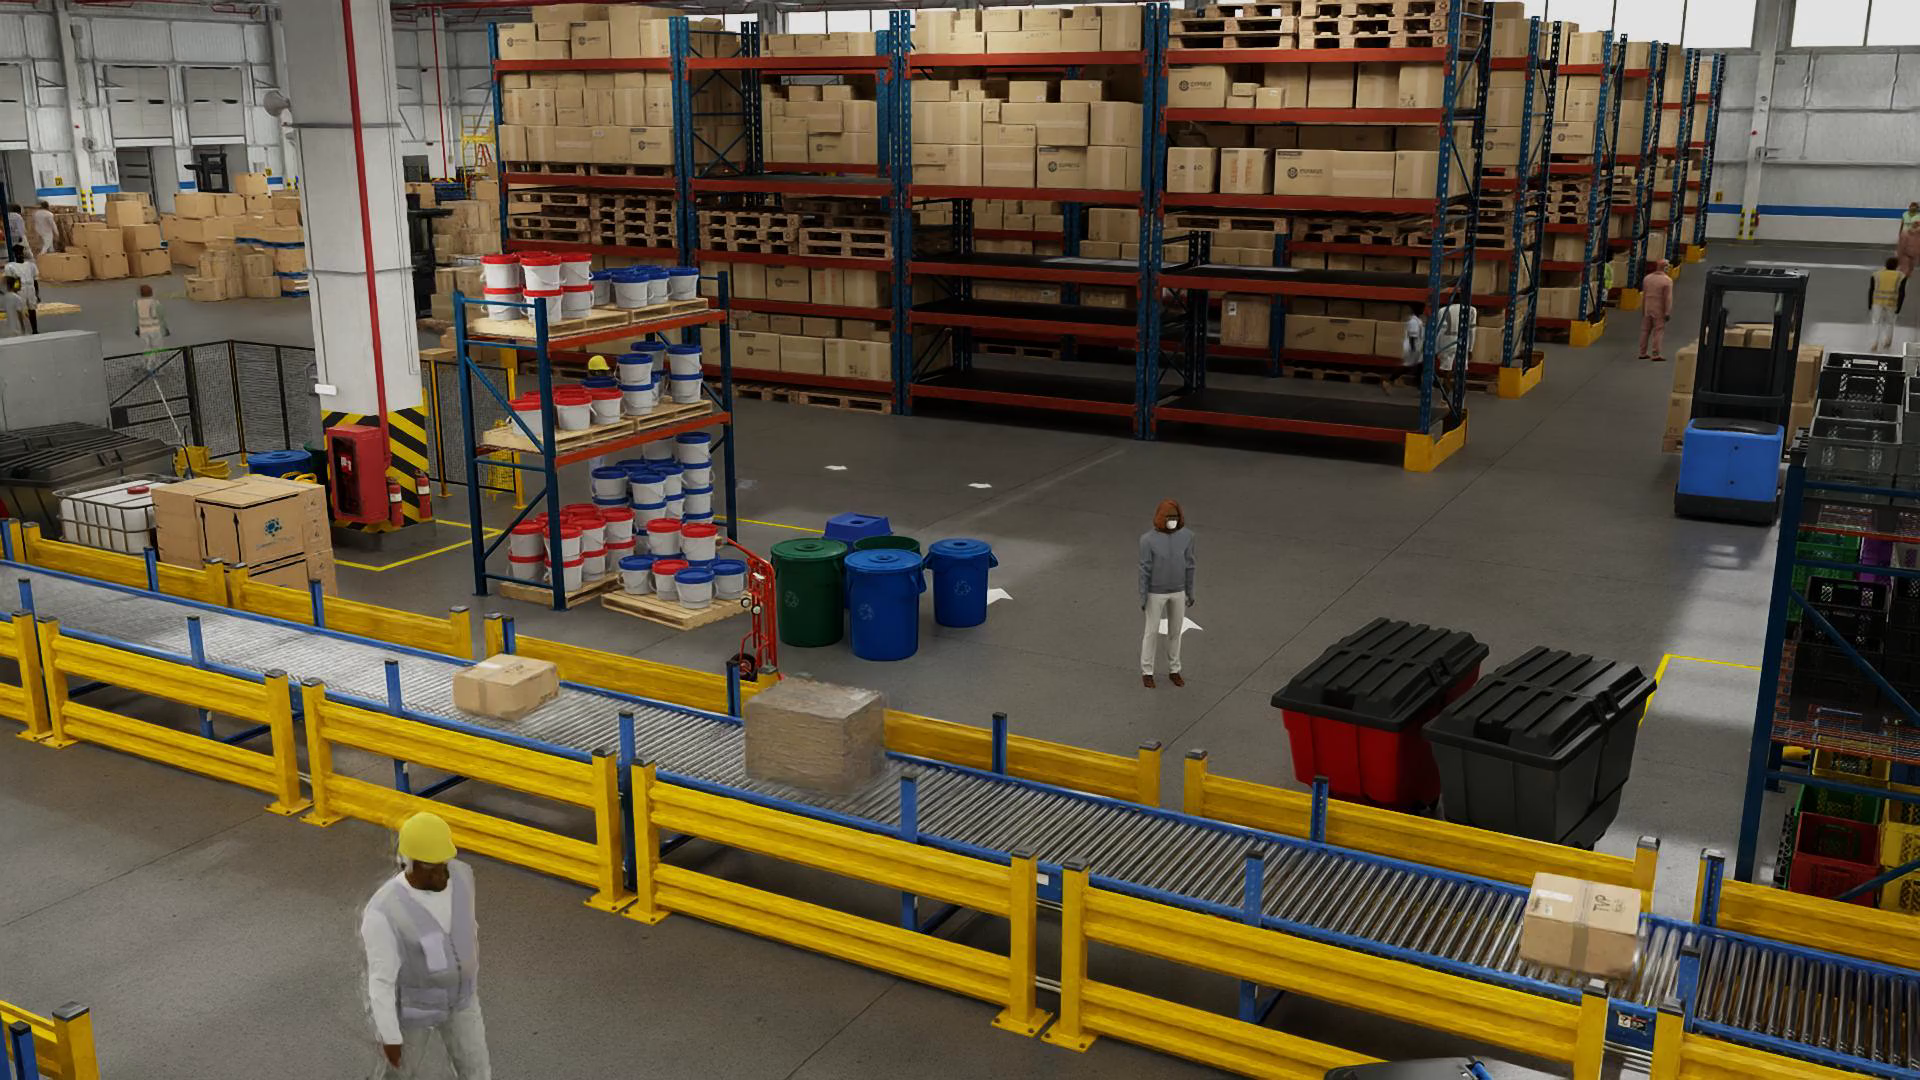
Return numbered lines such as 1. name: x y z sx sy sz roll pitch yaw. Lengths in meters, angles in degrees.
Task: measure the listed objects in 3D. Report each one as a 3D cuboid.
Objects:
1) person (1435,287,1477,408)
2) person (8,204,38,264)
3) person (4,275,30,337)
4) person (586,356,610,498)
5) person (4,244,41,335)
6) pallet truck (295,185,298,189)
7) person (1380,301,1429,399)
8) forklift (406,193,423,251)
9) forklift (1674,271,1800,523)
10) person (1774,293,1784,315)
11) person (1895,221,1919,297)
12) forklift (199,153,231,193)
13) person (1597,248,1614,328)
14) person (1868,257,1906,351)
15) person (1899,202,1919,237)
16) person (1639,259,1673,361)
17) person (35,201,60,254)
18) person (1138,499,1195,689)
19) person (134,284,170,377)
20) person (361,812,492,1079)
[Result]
1. person: 7.730 -3.009 26.020 0.605 2.041 0.383 0 15 -2
2. person: -27.648 -8.953 48.840 0.637 1.792 0.958 7 17 26
3. person: -16.191 -3.658 28.809 0.570 1.853 0.594 10 18 34
4. person: -4.420 -1.387 20.448 0.315 1.768 0.526 1 15 3
5. person: -18.870 -4.970 33.536 0.366 1.965 0.607 12 19 38
6. pallet truck: -26.804 -14.617 69.738 1.885 1.965 0.823 -14 20 -42
7. person: 7.349 -3.148 27.265 0.773 1.669 0.538 7 16 24
8. forklift: -11.931 -5.996 35.641 1.873 2.768 1.129 8 17 28
9. forklift: 9.269 -1.763 19.726 1.129 2.768 1.873 8 17 27
10. person: 15.529 -4.222 31.377 0.280 1.624 0.494 2 15 6
11. person: 23.472 -6.927 41.059 0.662 1.878 0.589 -4 15 -14
12. forklift: -27.440 -12.865 61.464 1.873 2.768 1.129 8 17 28
13. person: 13.831 -5.405 35.686 0.317 1.695 0.540 8 17 27
14. person: 18.159 -4.641 32.624 0.627 1.799 0.933 9 17 30
15. person: 28.329 -9.162 49.553 0.693 1.830 0.577 -12 19 -39
16. person: 13.070 -4.301 31.157 0.399 1.900 0.645 -8 17 -27
17. person: -26.762 -9.002 48.851 0.659 1.879 1.035 6 16 22
18. person: 1.713 0.443 13.841 0.494 1.624 0.281 -4 16 -16
19. person: -14.270 -3.698 29.374 0.527 1.626 0.392 3 15 10
20. person: -2.397 2.049 7.505 0.950 1.784 0.618 10 18 34
